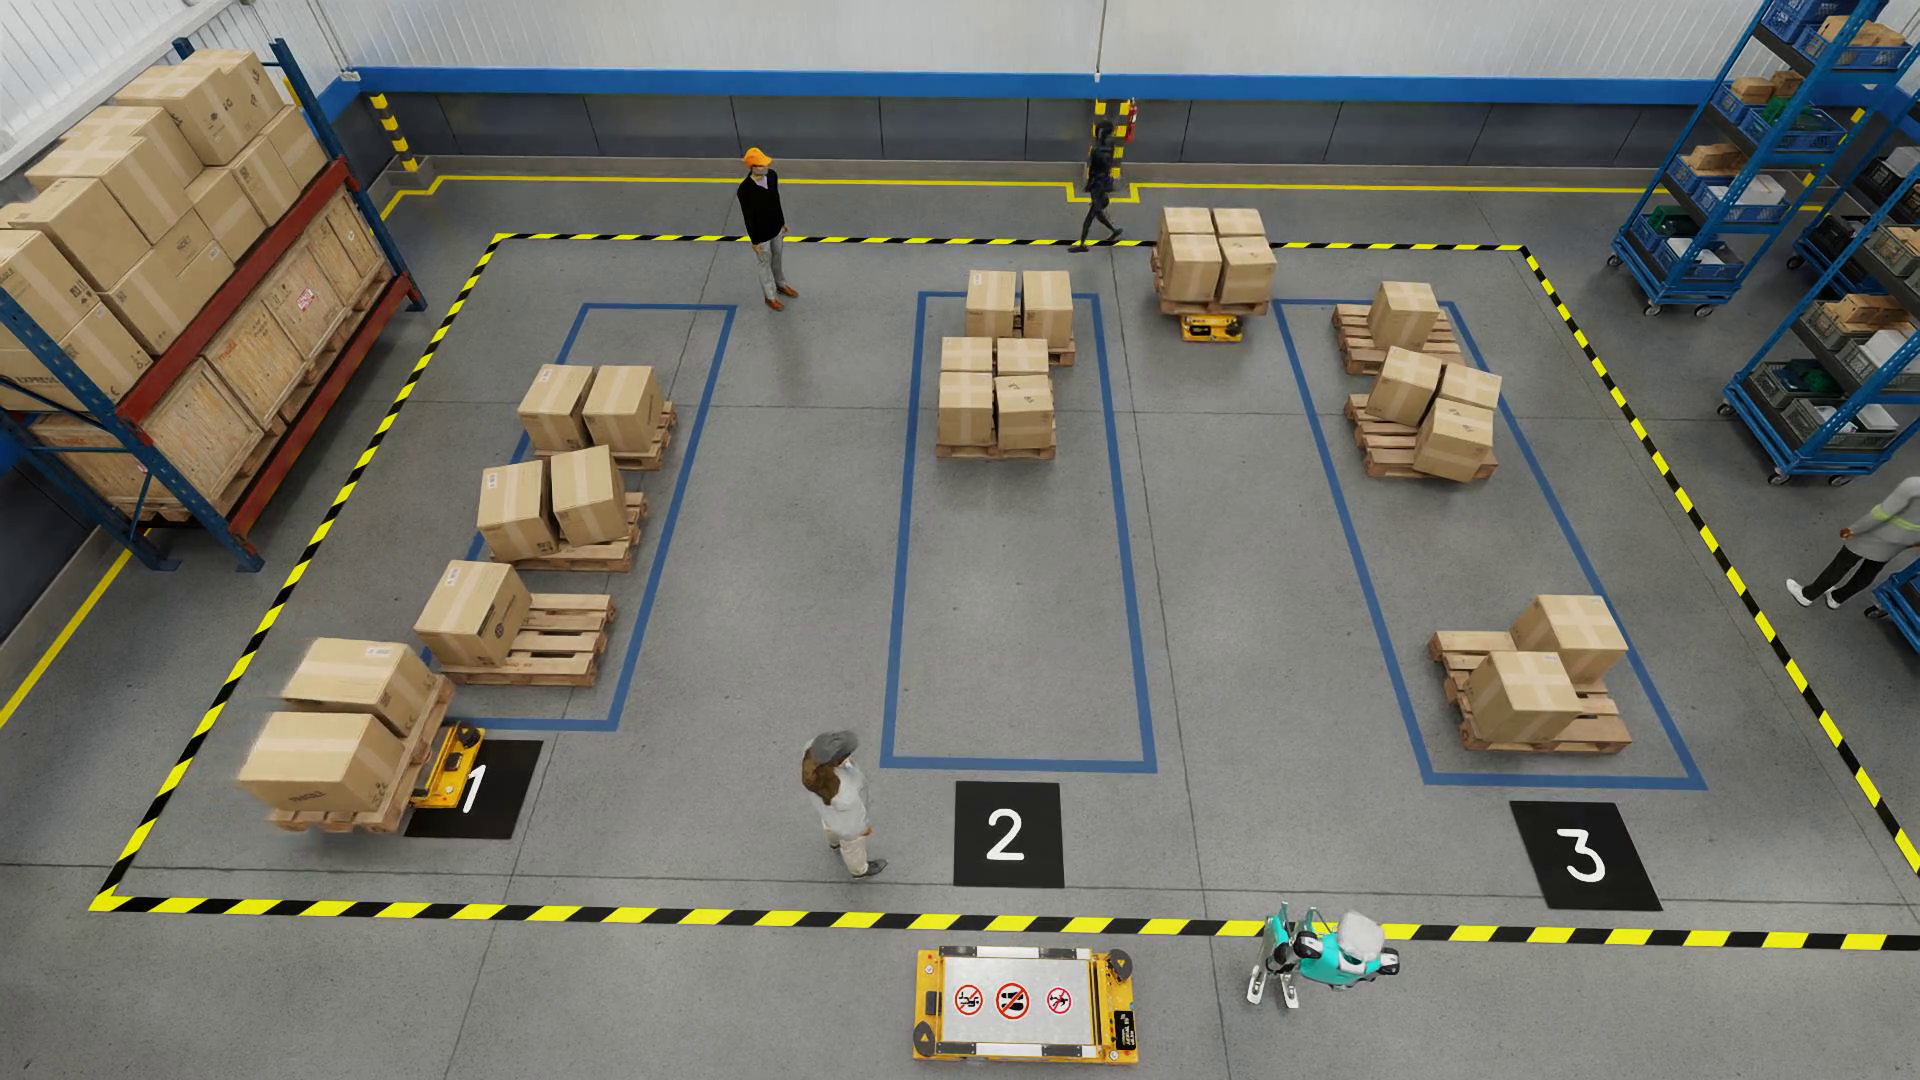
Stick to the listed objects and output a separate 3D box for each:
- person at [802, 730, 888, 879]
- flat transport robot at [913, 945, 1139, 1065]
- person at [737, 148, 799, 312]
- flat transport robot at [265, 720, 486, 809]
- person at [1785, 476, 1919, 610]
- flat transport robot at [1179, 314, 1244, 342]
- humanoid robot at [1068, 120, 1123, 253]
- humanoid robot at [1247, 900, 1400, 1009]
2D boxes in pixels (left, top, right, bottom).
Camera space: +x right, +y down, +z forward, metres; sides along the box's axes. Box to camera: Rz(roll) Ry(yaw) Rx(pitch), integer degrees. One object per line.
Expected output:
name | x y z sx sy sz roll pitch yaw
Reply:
person | -0.793 1.760 6.081 0.394 1.769 0.561 -29 57 -22
flat transport robot | 0.422 3.041 6.007 1.431 0.231 0.659 1 51 1
person | -2.160 -3.478 10.280 0.361 1.884 0.585 24 55 18
flat transport robot | -4.510 1.712 7.073 1.431 0.197 0.652 1 51 1
person | 7.642 -0.094 7.540 0.596 1.850 0.397 8 51 7
flat transport robot | 2.888 -2.868 10.806 0.652 0.197 1.431 1 51 1
humanoid robot | 1.730 -4.252 11.065 0.722 1.641 0.590 -8 51 -6
humanoid robot | 2.113 2.390 5.506 0.533 1.673 0.735 9 51 7
